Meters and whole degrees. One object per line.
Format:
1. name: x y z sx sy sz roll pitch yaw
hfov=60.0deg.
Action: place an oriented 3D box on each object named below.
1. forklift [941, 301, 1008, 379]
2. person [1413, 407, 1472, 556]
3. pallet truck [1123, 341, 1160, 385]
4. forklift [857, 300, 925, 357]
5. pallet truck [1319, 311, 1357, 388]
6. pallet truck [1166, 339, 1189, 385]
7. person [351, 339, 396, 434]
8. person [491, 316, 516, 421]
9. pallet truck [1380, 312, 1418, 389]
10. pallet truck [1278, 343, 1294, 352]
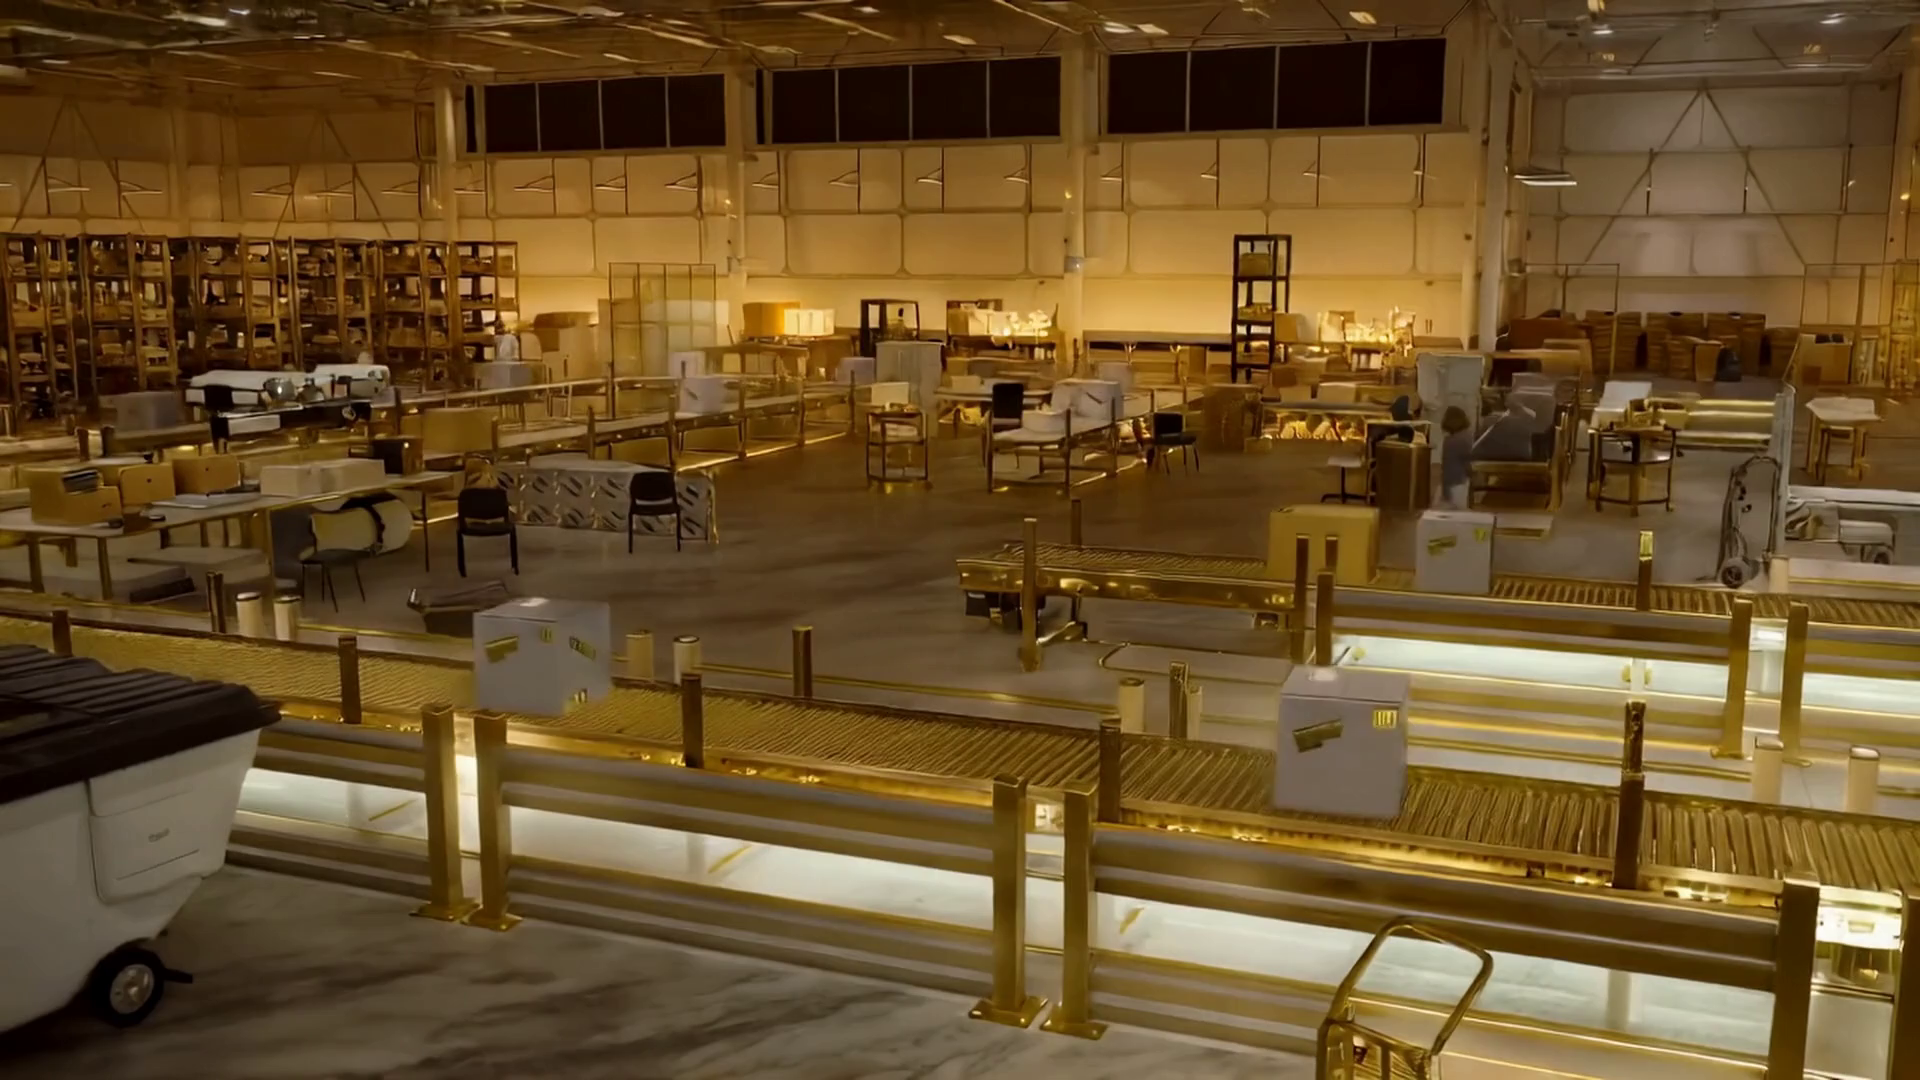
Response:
1. forklift: 0.365 -4.966 41.571 1.157 1.987 2.680 3 10 20
2. person: 5.129 -0.573 17.089 0.504 1.600 0.810 -9 13 -43
3. pallet truck: 4.445 -4.380 41.279 0.680 1.201 1.601 4 10 22
4. forklift: -1.732 -5.109 42.468 1.157 1.987 2.680 4 10 22
5. pallet truck: 9.071 -4.419 39.190 0.823 1.965 1.885 5 10 26
6. pallet truck: 5.418 -4.269 40.420 0.704 1.261 1.522 3 10 20
7. person: -10.611 -2.733 29.818 0.541 1.716 0.889 6 11 33
8. person: -8.972 -3.360 32.632 0.605 2.045 0.380 6 11 31
9. pallet truck: 10.207 -4.283 38.369 0.823 1.965 1.885 3 10 20
10. pallet truck: 7.886 -4.163 39.743 0.653 1.274 1.630 4 10 22
